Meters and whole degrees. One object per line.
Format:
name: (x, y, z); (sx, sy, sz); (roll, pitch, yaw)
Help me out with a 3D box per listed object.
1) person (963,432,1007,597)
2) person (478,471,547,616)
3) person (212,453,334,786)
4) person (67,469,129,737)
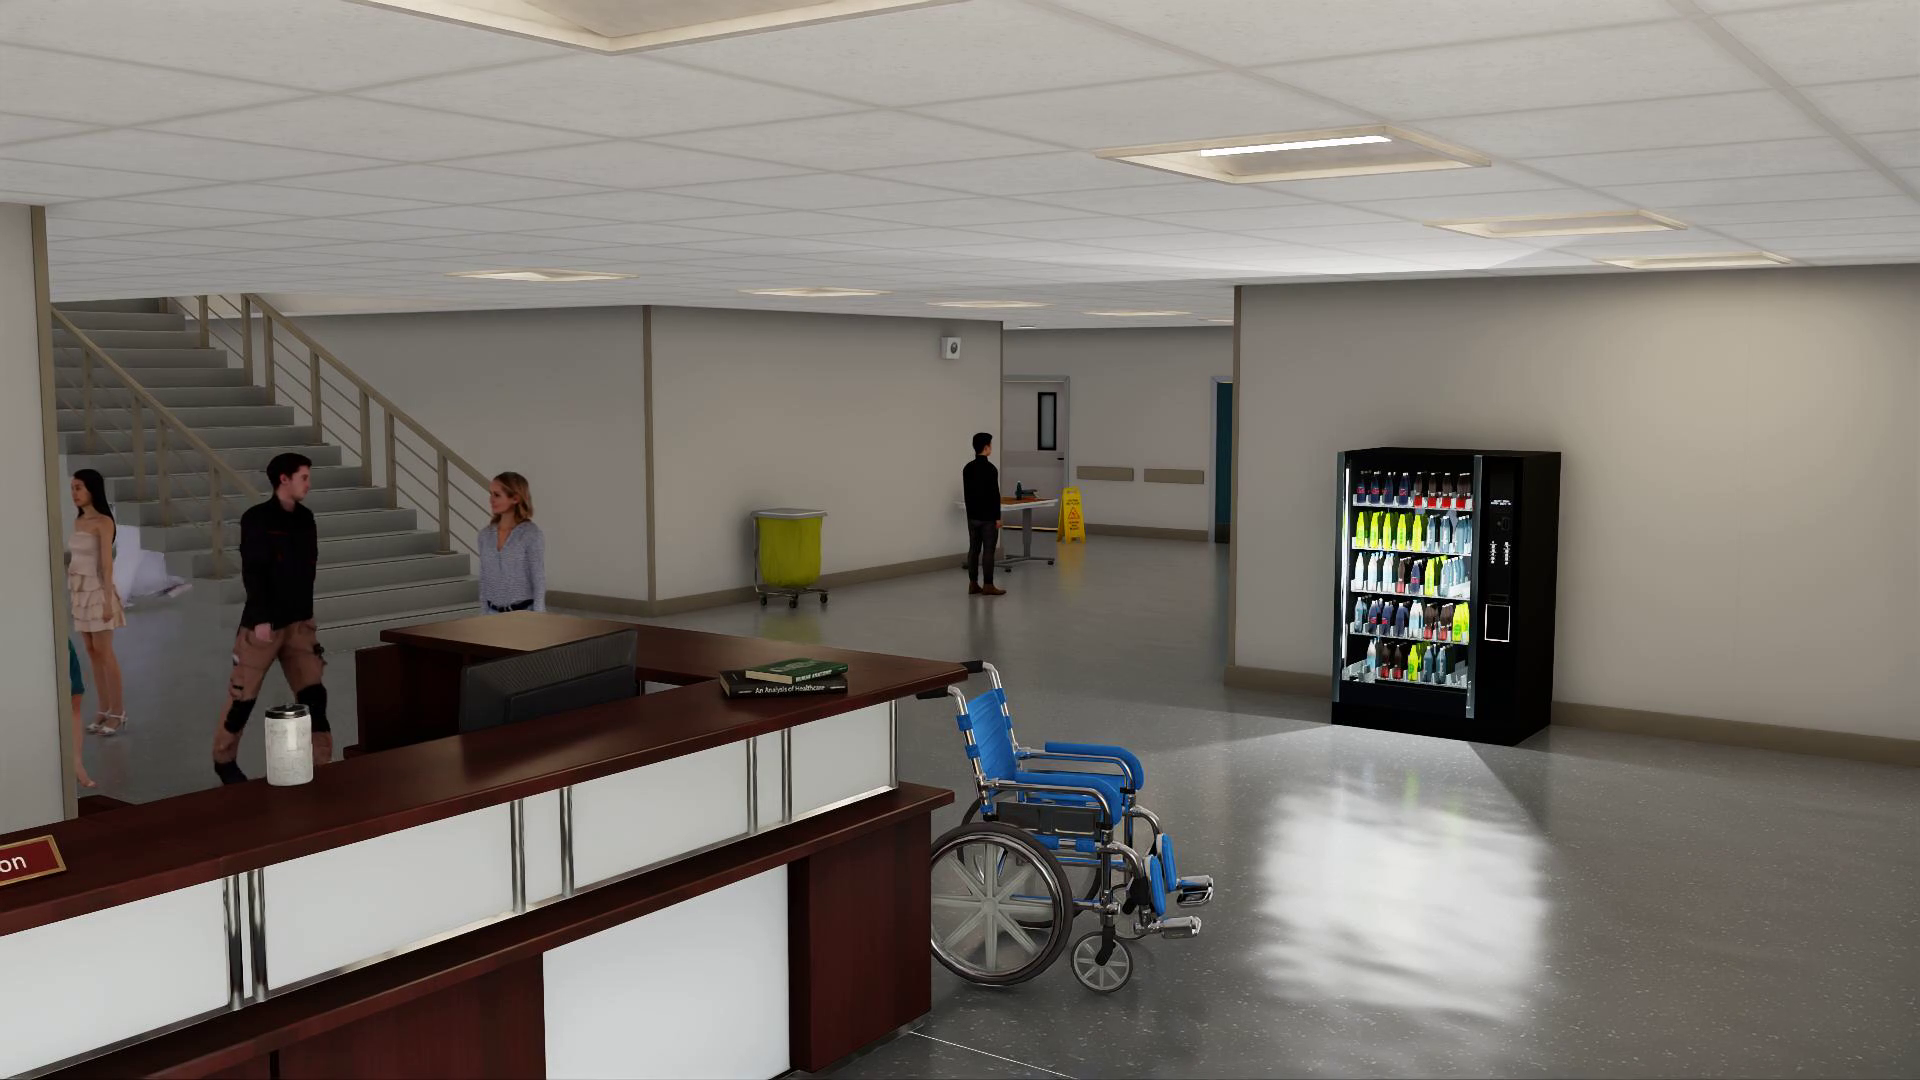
person: (0.243, -0.281, 17.644); (0.739, 1.723, 0.537); (-6, 8, -44)
person: (-2.559, 0.498, 9.538); (0.503, 1.795, 0.686); (2, 6, 23)
person: (-3.828, 0.499, 9.154); (1.268, 1.870, 0.736); (4, 7, 33)
person: (-5.603, 0.401, 10.807); (0.462, 1.733, 0.629); (5, 7, 38)
